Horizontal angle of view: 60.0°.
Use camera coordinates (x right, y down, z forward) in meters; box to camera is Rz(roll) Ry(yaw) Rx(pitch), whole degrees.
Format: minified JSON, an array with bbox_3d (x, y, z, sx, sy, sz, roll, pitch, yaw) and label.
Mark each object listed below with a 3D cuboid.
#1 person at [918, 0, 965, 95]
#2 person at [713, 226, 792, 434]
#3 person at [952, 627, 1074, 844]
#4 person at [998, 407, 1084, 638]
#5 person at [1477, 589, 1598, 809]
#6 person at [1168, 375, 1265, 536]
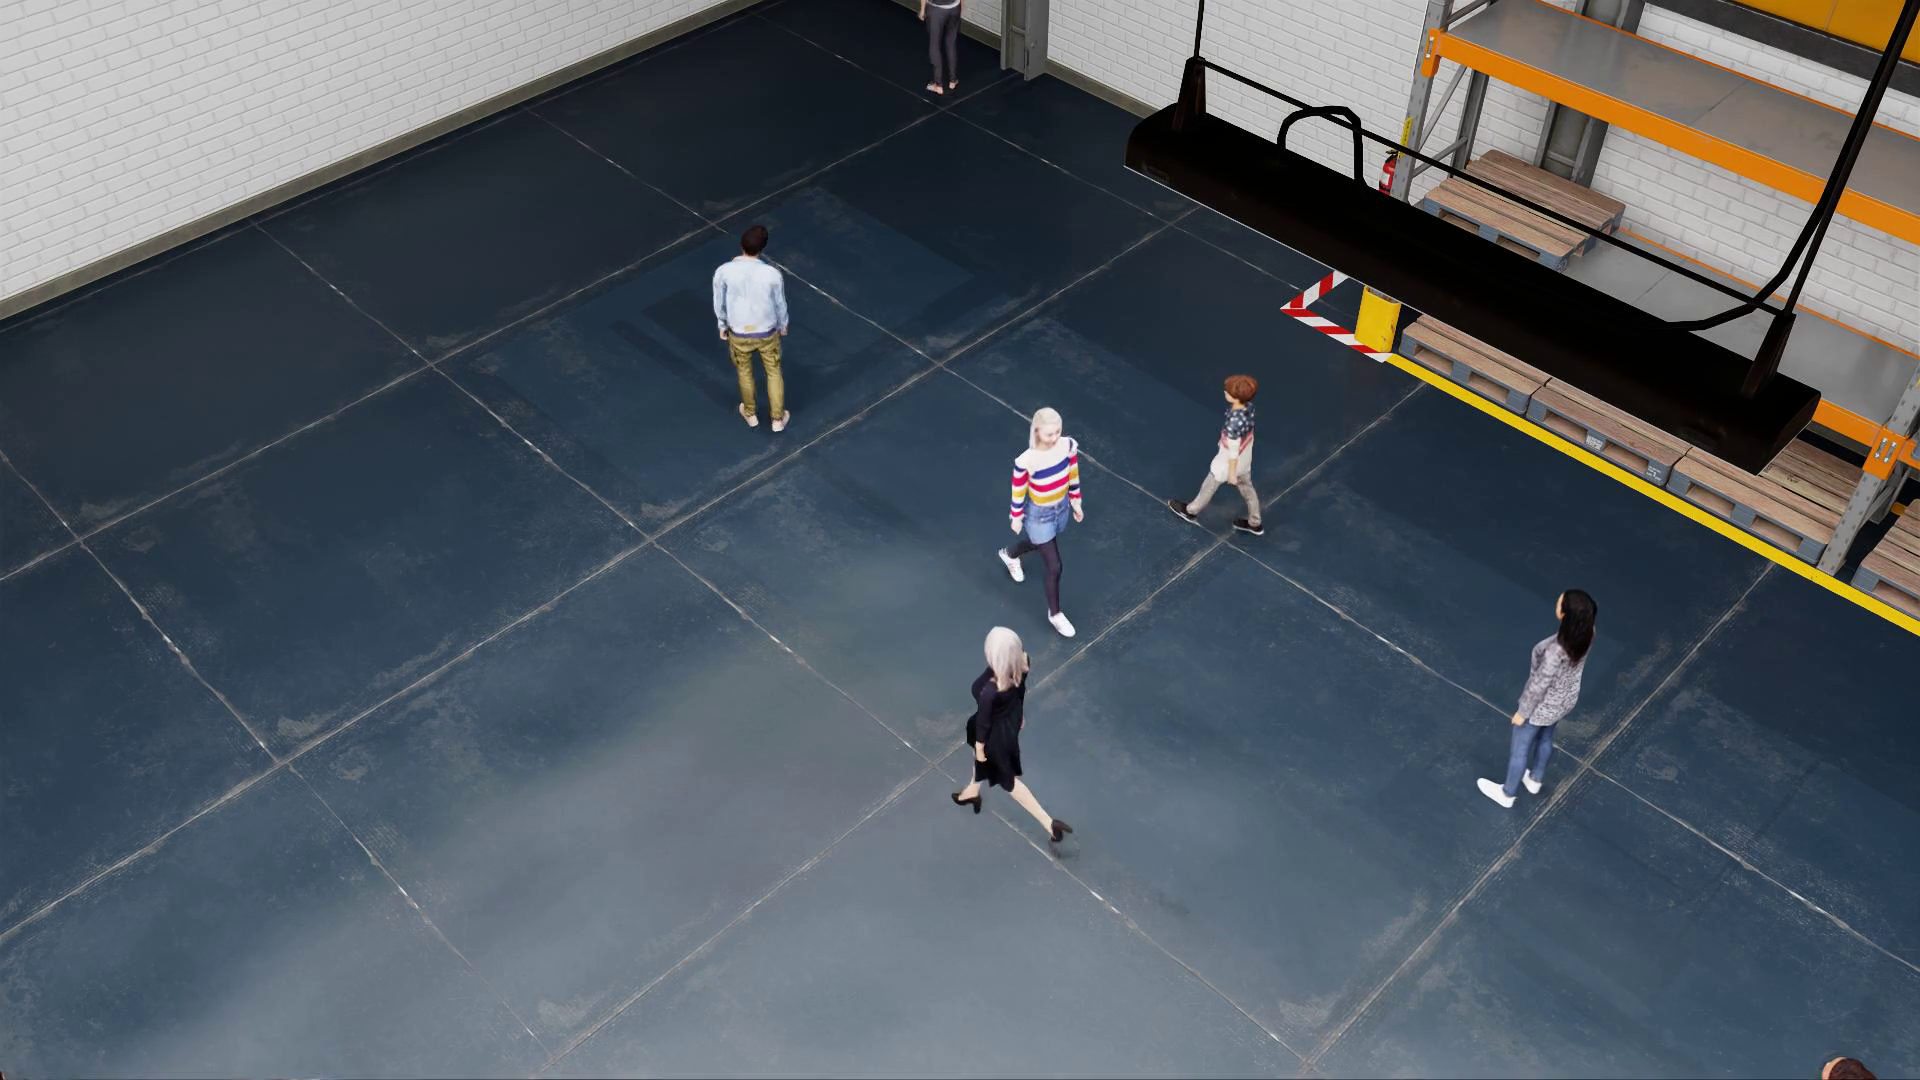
[{"bbox_3d":[-0.158,-5.306,16.625,0.698,1.754,0.627,-14,45,-14],"label":"person"},{"bbox_3d":[-1.588,-1.610,12.711,0.824,1.801,0.868,-13,45,-13],"label":"person"},{"bbox_3d":[0.300,1.183,9.842,1.141,1.716,0.735,23,48,22],"label":"person"},{"bbox_3d":[0.536,-0.227,11.278,0.734,1.776,1.145,-28,50,-26],"label":"person"},{"bbox_3d":[3.559,0.969,10.055,0.645,1.731,0.577,-28,50,-26],"label":"person"},{"bbox_3d":[2.028,-0.582,11.920,0.983,1.405,0.648,24,49,23],"label":"person"}]
